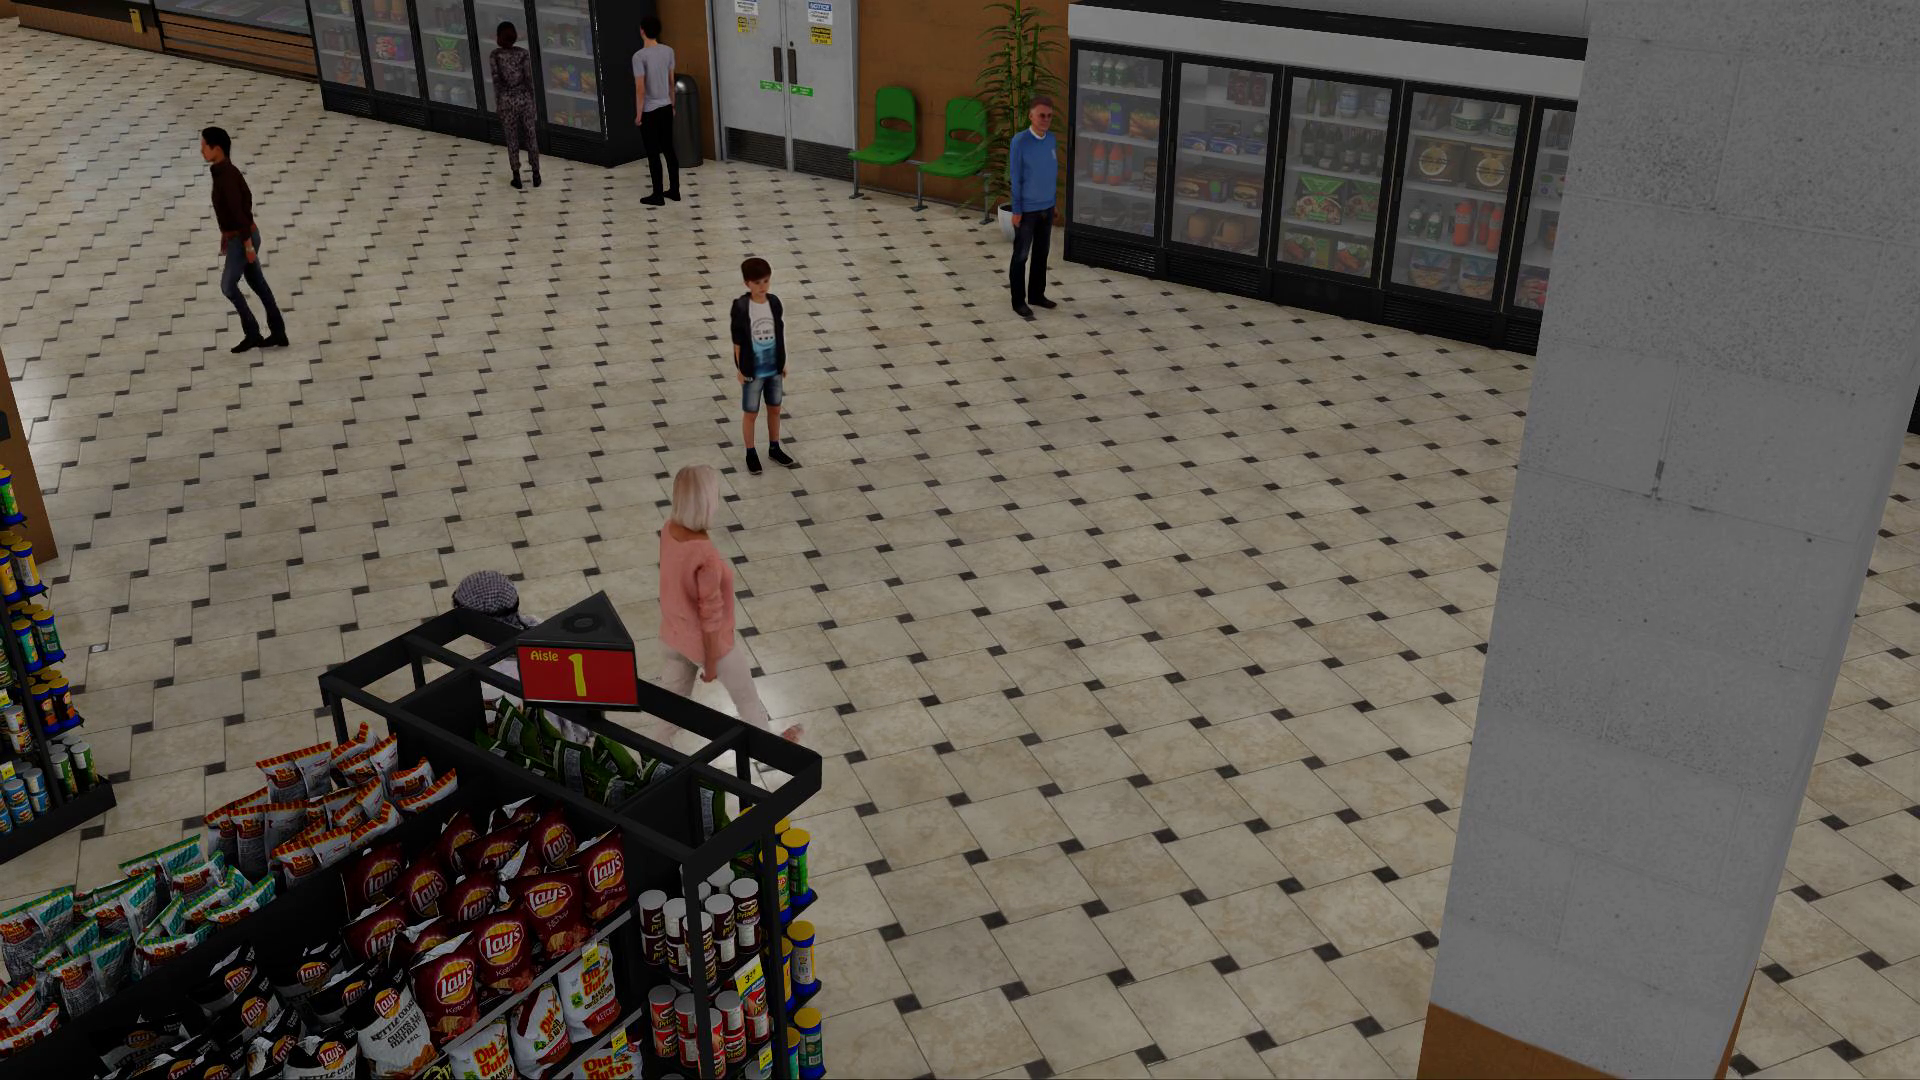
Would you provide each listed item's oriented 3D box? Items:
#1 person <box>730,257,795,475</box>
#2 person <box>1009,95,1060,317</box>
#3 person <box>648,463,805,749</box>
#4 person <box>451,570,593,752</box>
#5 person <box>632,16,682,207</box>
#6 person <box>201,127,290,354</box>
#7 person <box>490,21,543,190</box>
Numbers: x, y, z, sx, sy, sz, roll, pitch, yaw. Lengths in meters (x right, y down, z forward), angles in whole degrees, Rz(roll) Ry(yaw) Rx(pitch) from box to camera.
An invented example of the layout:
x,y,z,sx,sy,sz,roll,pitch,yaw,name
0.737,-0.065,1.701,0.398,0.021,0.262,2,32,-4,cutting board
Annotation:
x,y,z,sx,sy,sz,roll,pitch,yaw,name
-1.318,-1.165,11.020,0.556,1.447,0.661,-17,32,-31,person
0.609,-2.798,13.840,0.587,1.809,0.765,-22,34,-36,person
-1.254,0.490,7.513,0.718,1.668,1.176,24,35,39,person
-1.537,0.955,6.331,1.094,1.907,1.033,-2,27,-5,person
-3.069,-4.336,16.811,0.724,1.863,0.489,19,33,33,person
-5.503,-2.332,12.976,0.839,1.760,0.811,-12,29,-23,person
-4.649,-4.553,17.406,0.663,1.713,0.742,-10,28,-18,person
